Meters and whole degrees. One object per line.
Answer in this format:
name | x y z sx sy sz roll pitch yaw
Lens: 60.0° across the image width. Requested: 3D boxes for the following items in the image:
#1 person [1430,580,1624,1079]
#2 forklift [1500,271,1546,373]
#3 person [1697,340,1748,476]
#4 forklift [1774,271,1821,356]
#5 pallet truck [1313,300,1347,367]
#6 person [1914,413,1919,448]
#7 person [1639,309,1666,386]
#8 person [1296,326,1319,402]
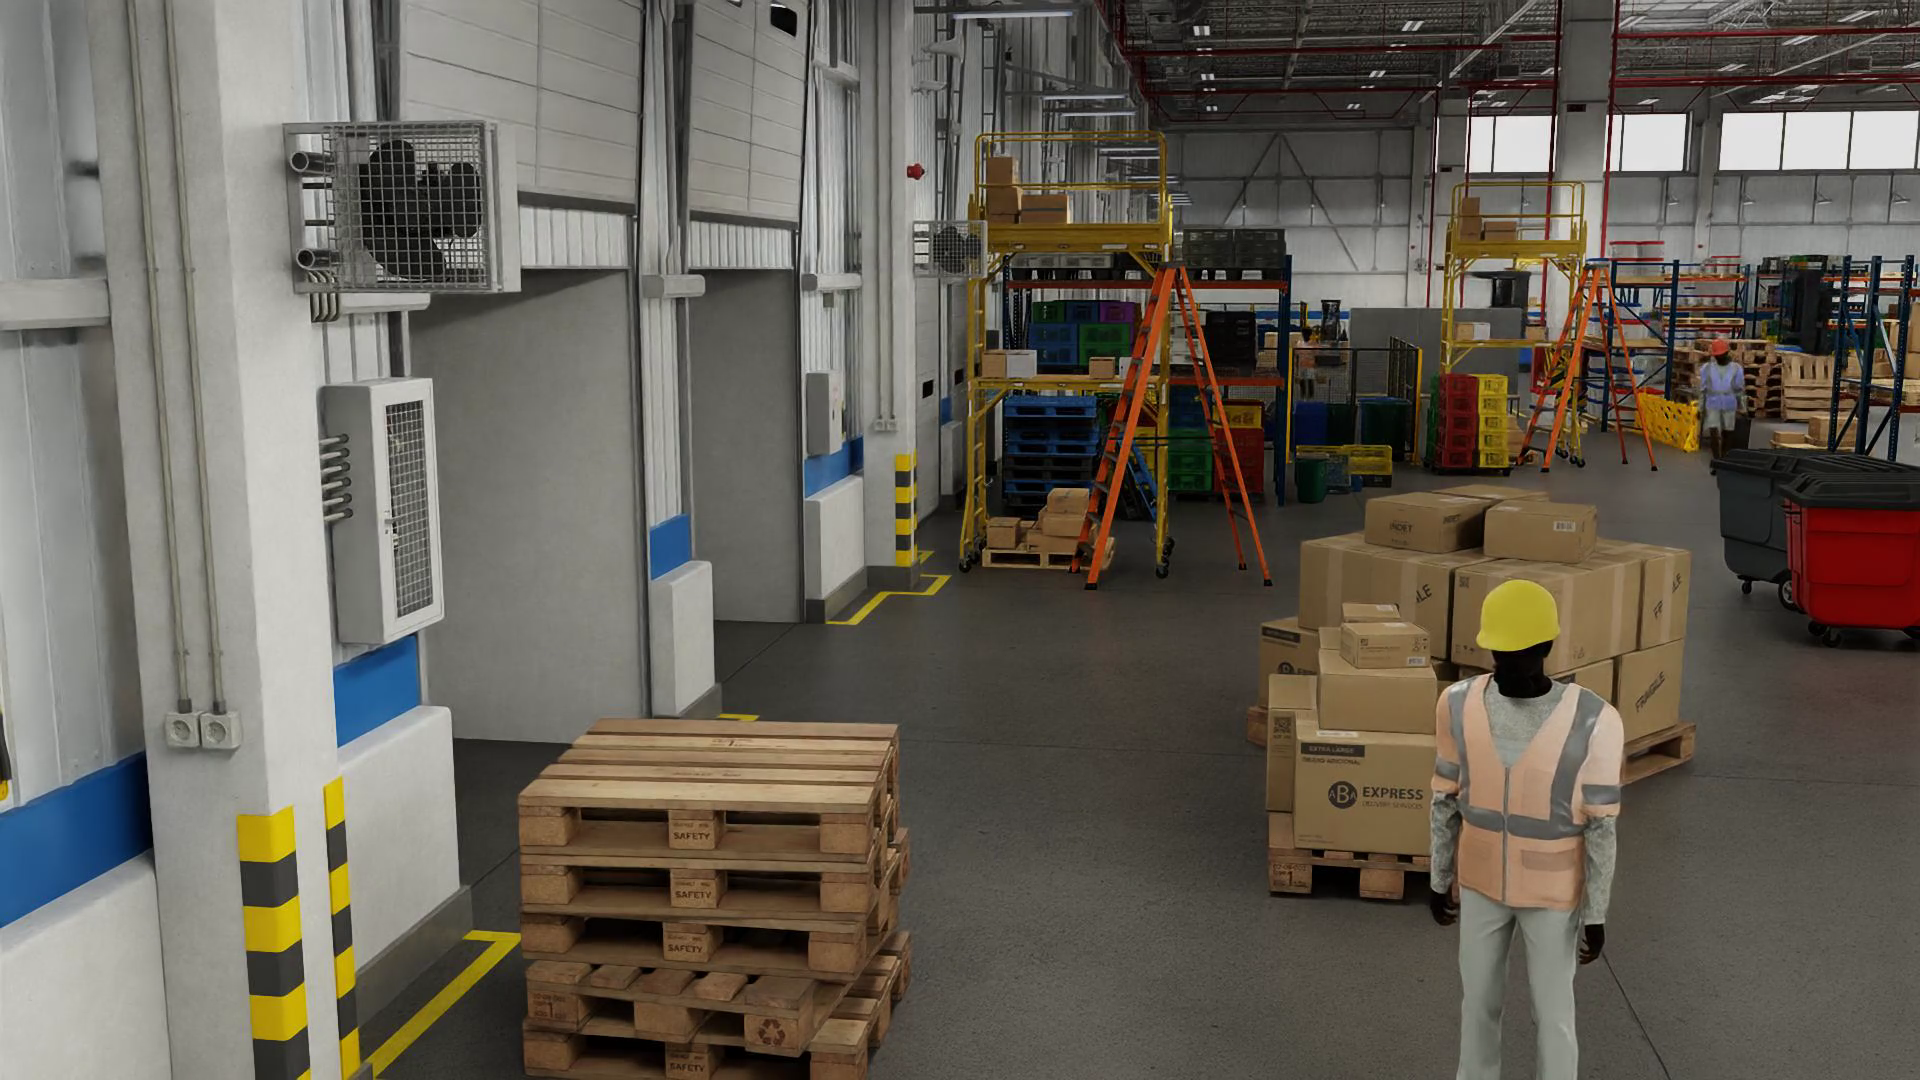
person | 1.725 1.064 5.172 0.586 1.918 0.398 7 12 38
forklift | 15.164 -5.958 45.509 1.873 2.768 1.129 -3 10 -17
person | 10.596 -1.826 23.088 0.648 1.873 0.885 5 10 27
forklift | 19.468 -4.812 38.445 1.873 2.768 1.129 1 9 9
pallet truck | 11.159 -6.200 49.718 0.823 1.965 1.885 4 10 26
person | 15.610 -2.341 26.727 0.320 1.739 0.485 9 13 44
person | 17.092 -4.753 41.149 1.025 1.899 0.626 -2 9 -13
person | 7.267 -3.643 34.871 0.317 1.696 0.540 -9 13 -44
